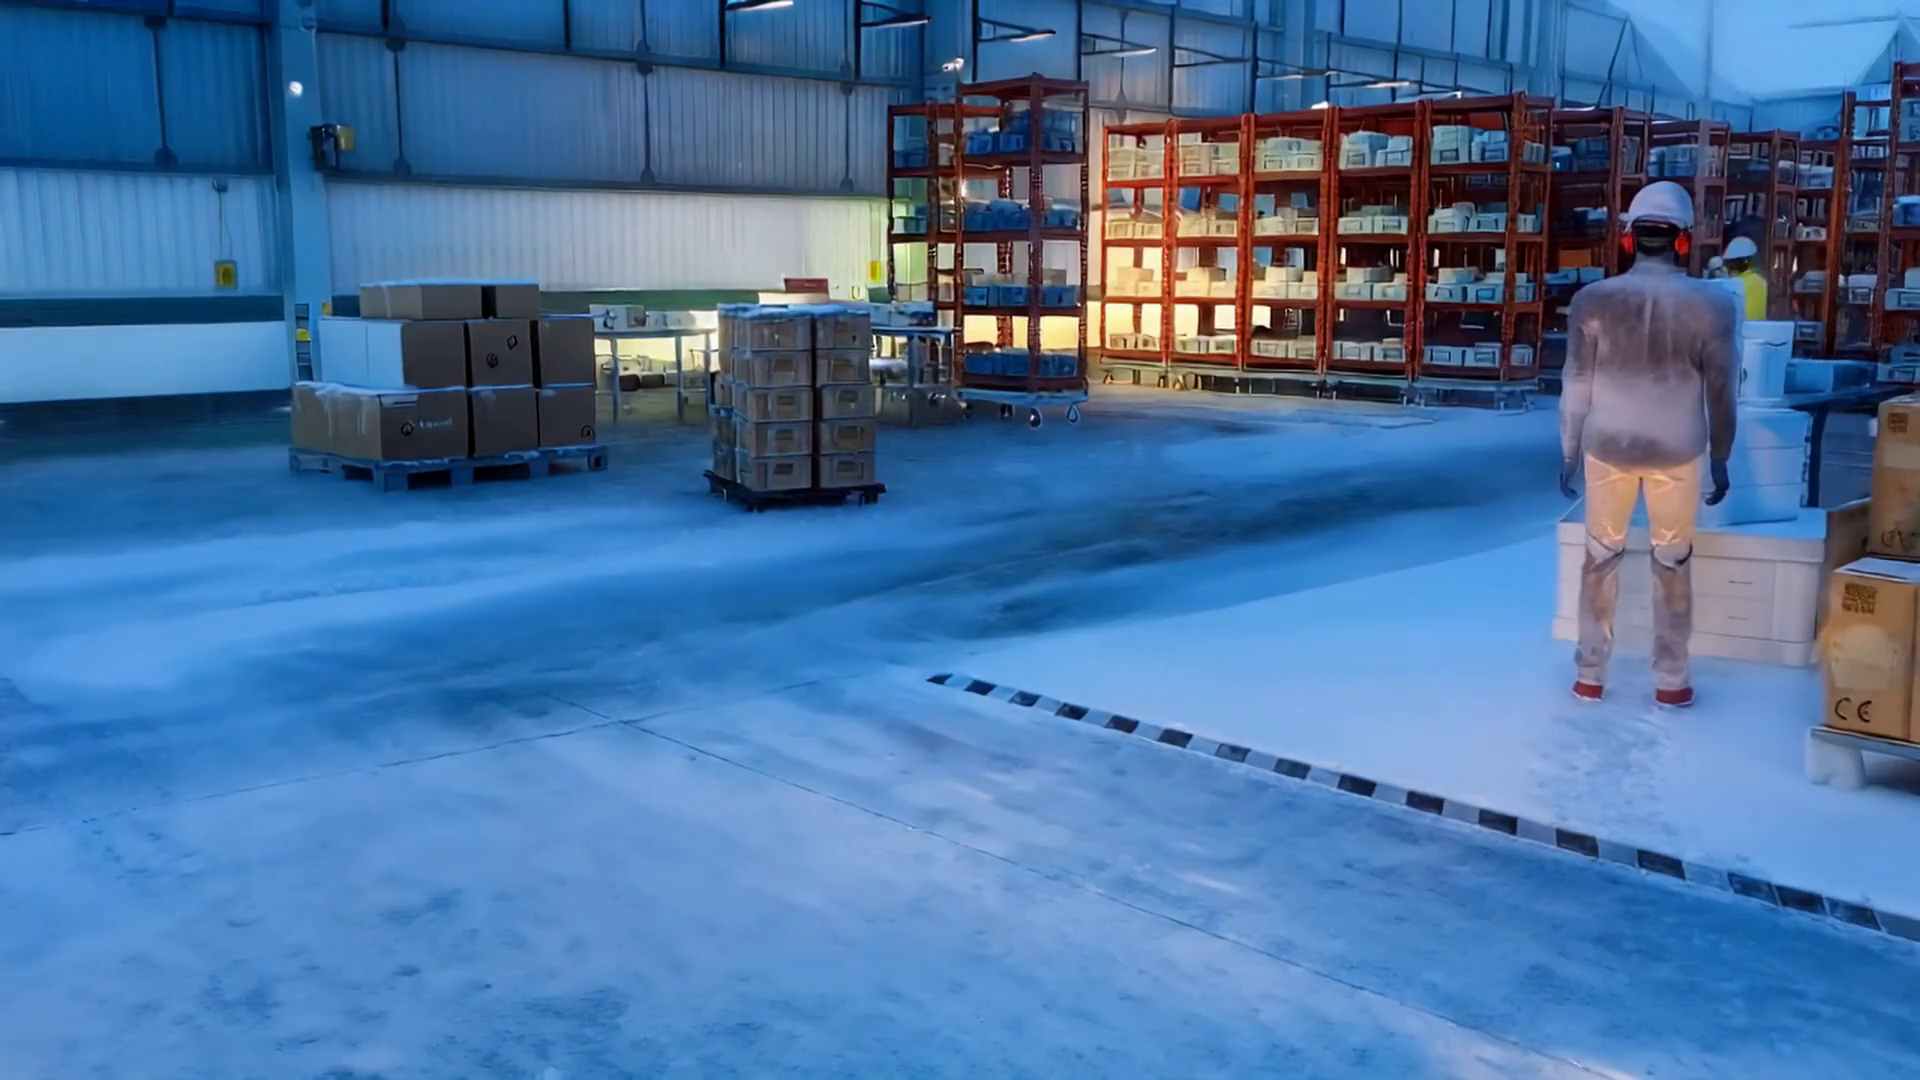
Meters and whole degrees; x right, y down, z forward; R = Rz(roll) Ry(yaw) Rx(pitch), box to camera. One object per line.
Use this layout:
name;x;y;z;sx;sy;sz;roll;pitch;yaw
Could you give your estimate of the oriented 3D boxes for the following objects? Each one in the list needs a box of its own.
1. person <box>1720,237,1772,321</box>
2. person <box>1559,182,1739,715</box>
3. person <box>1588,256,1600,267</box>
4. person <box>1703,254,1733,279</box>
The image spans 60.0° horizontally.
person;6.680;-1.633;14.331;0.677;1.919;0.605;1;10;7
person;2.586;-0.335;6.281;0.622;1.993;0.381;4;10;24
person;10.576;-3.781;27.533;0.763;1.822;0.577;8;12;39
person;9.864;-2.819;21.764;0.608;1.819;0.418;9;13;43
